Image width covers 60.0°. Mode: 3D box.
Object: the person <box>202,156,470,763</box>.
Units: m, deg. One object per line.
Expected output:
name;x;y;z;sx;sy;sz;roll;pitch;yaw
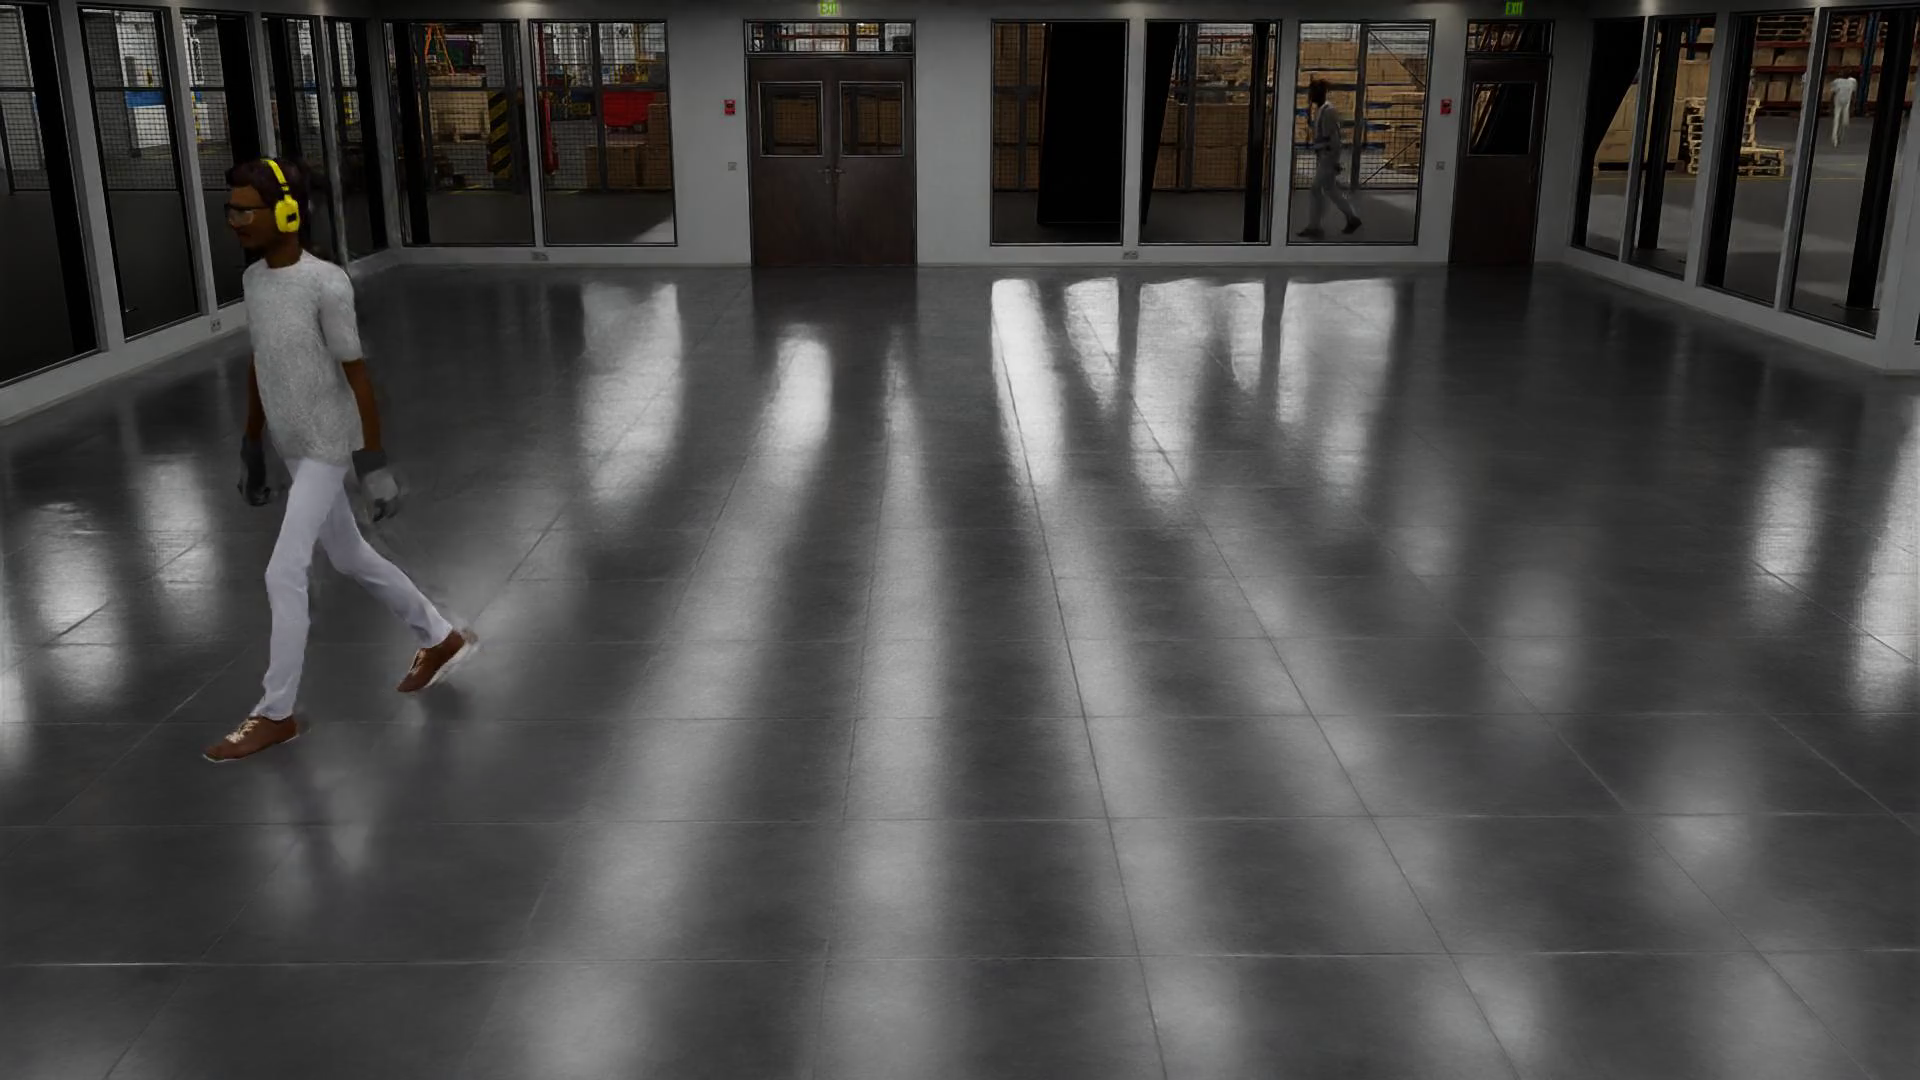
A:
person;-2.012;-0.292;5.260;0.533;1.827;0.962;14;21;38
